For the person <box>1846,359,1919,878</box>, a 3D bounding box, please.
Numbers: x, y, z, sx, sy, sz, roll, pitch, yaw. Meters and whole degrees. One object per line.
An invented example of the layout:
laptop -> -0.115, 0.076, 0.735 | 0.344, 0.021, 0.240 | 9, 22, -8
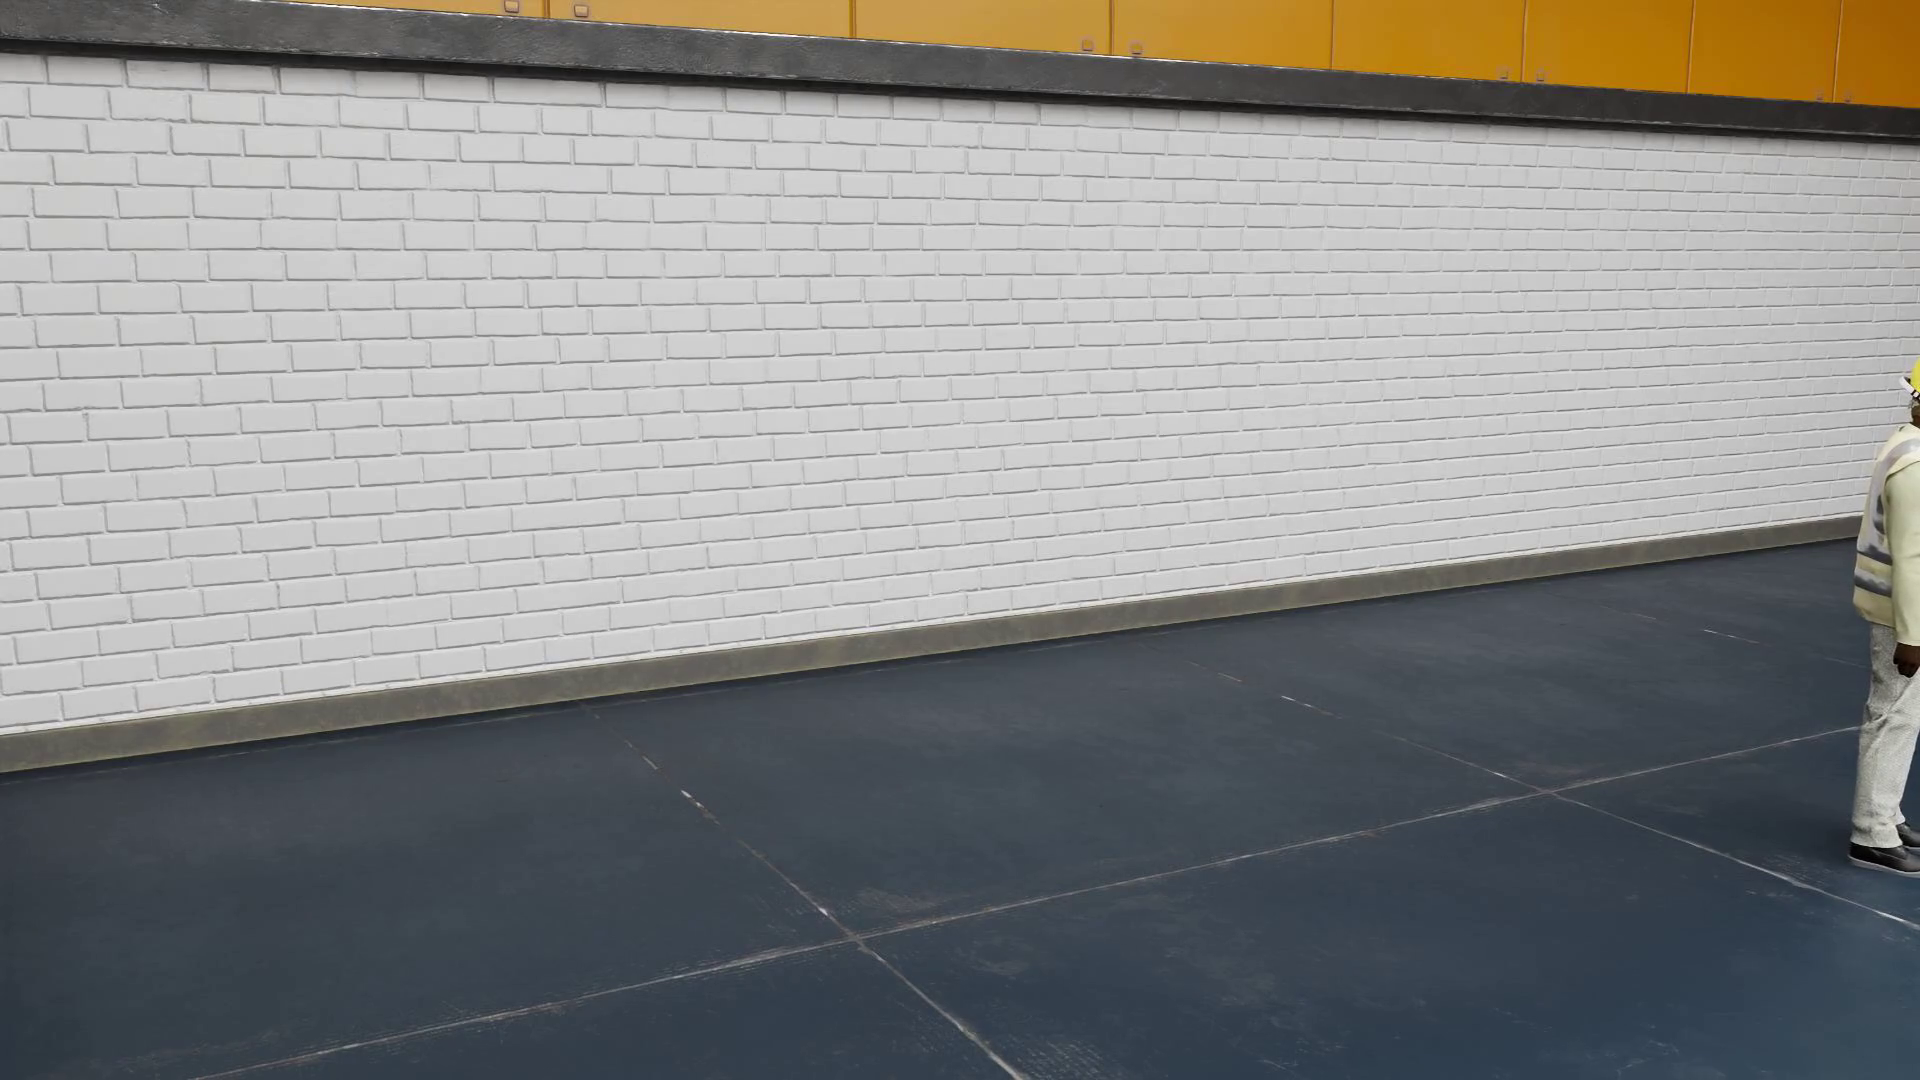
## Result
person -> 3.286, 0.239, 5.705 | 0.403, 1.825, 0.591 | 6, 11, 29
